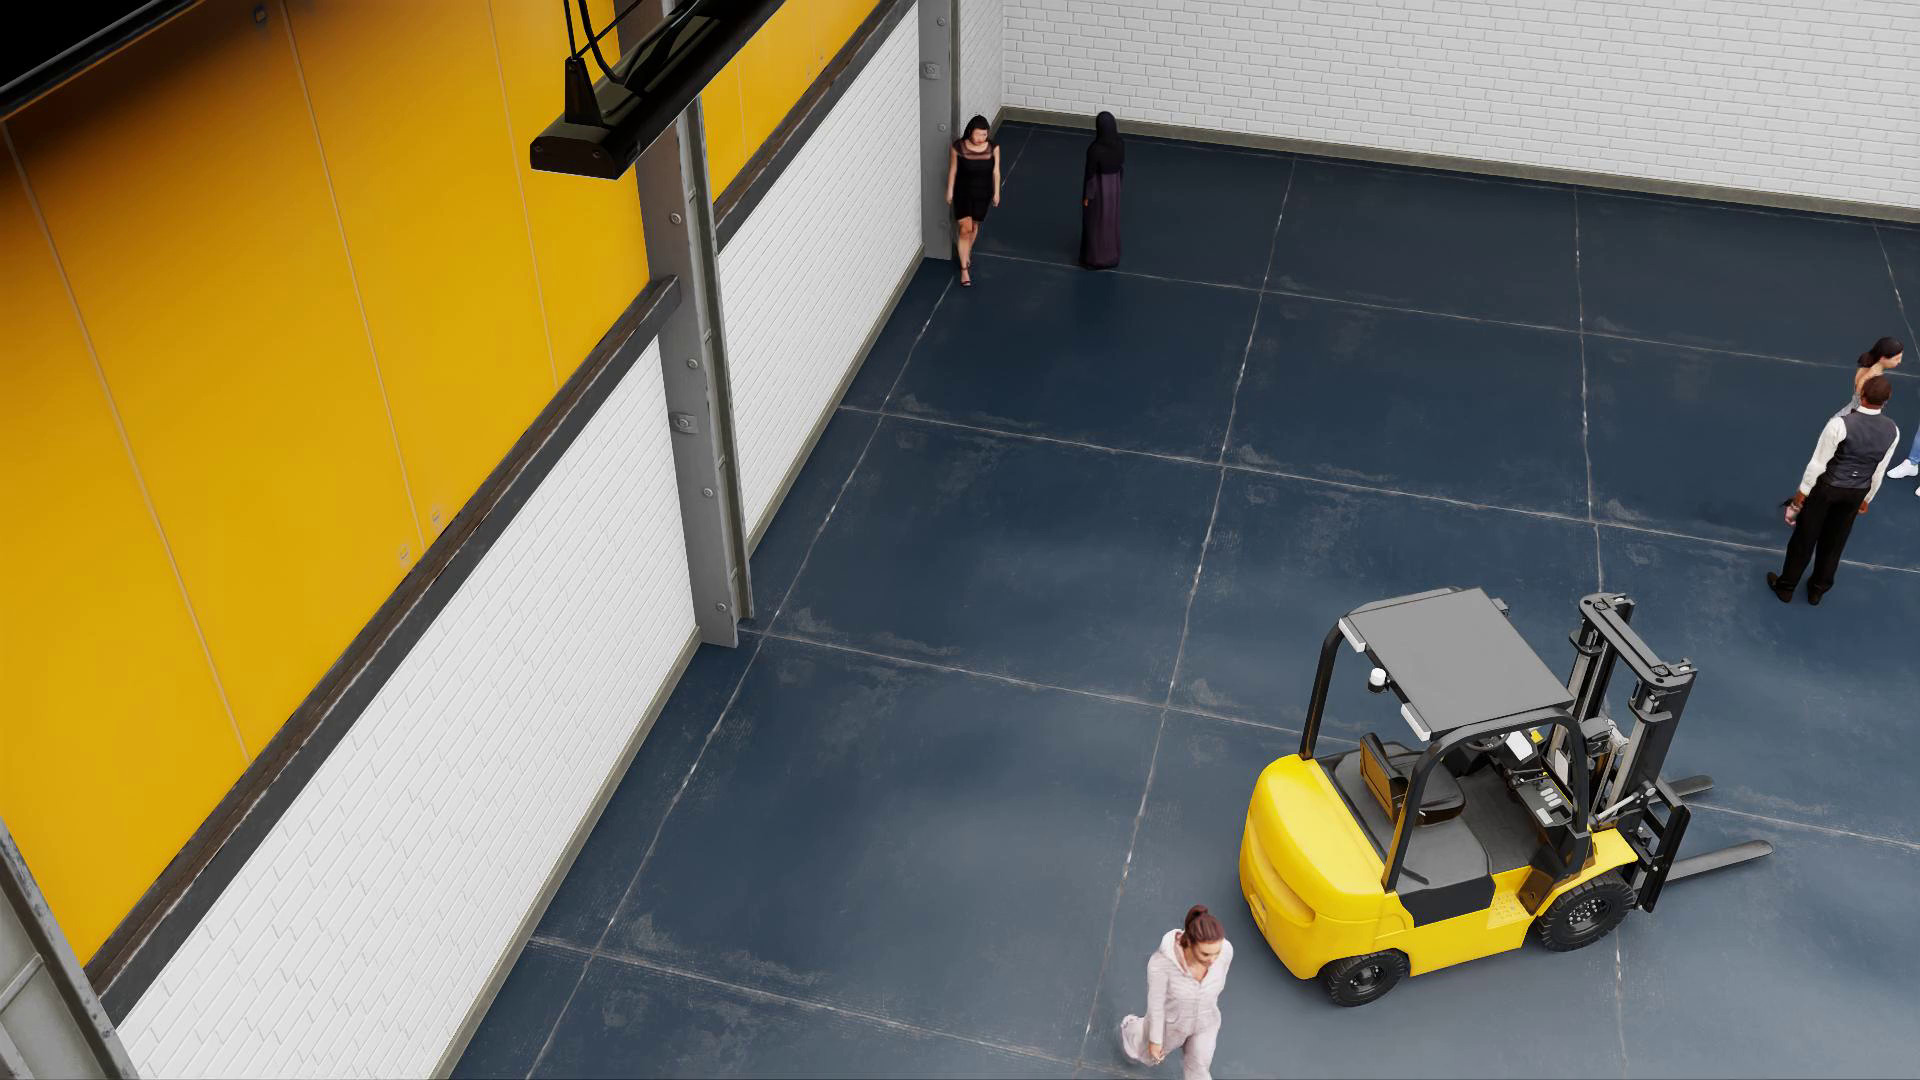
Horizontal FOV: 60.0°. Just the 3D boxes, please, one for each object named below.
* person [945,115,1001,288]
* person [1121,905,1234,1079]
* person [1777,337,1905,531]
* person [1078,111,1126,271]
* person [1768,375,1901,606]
[{"bbox_3d":[0.102,-3.352,16.073,0.891,1.679,1.005,-6,39,-8],"label":"person"},{"bbox_3d":[1.130,2.463,8.805,0.934,1.662,1.137,-8,39,-10],"label":"person"},{"bbox_3d":[6.690,-0.795,12.764,0.653,1.812,0.609,9,39,11],"label":"person"},{"bbox_3d":[1.387,-3.410,16.196,0.712,1.615,0.773,-20,43,-23],"label":"person"},{"bbox_3d":[6.393,-0.349,12.123,0.726,1.917,0.634,3,39,3],"label":"person"}]
